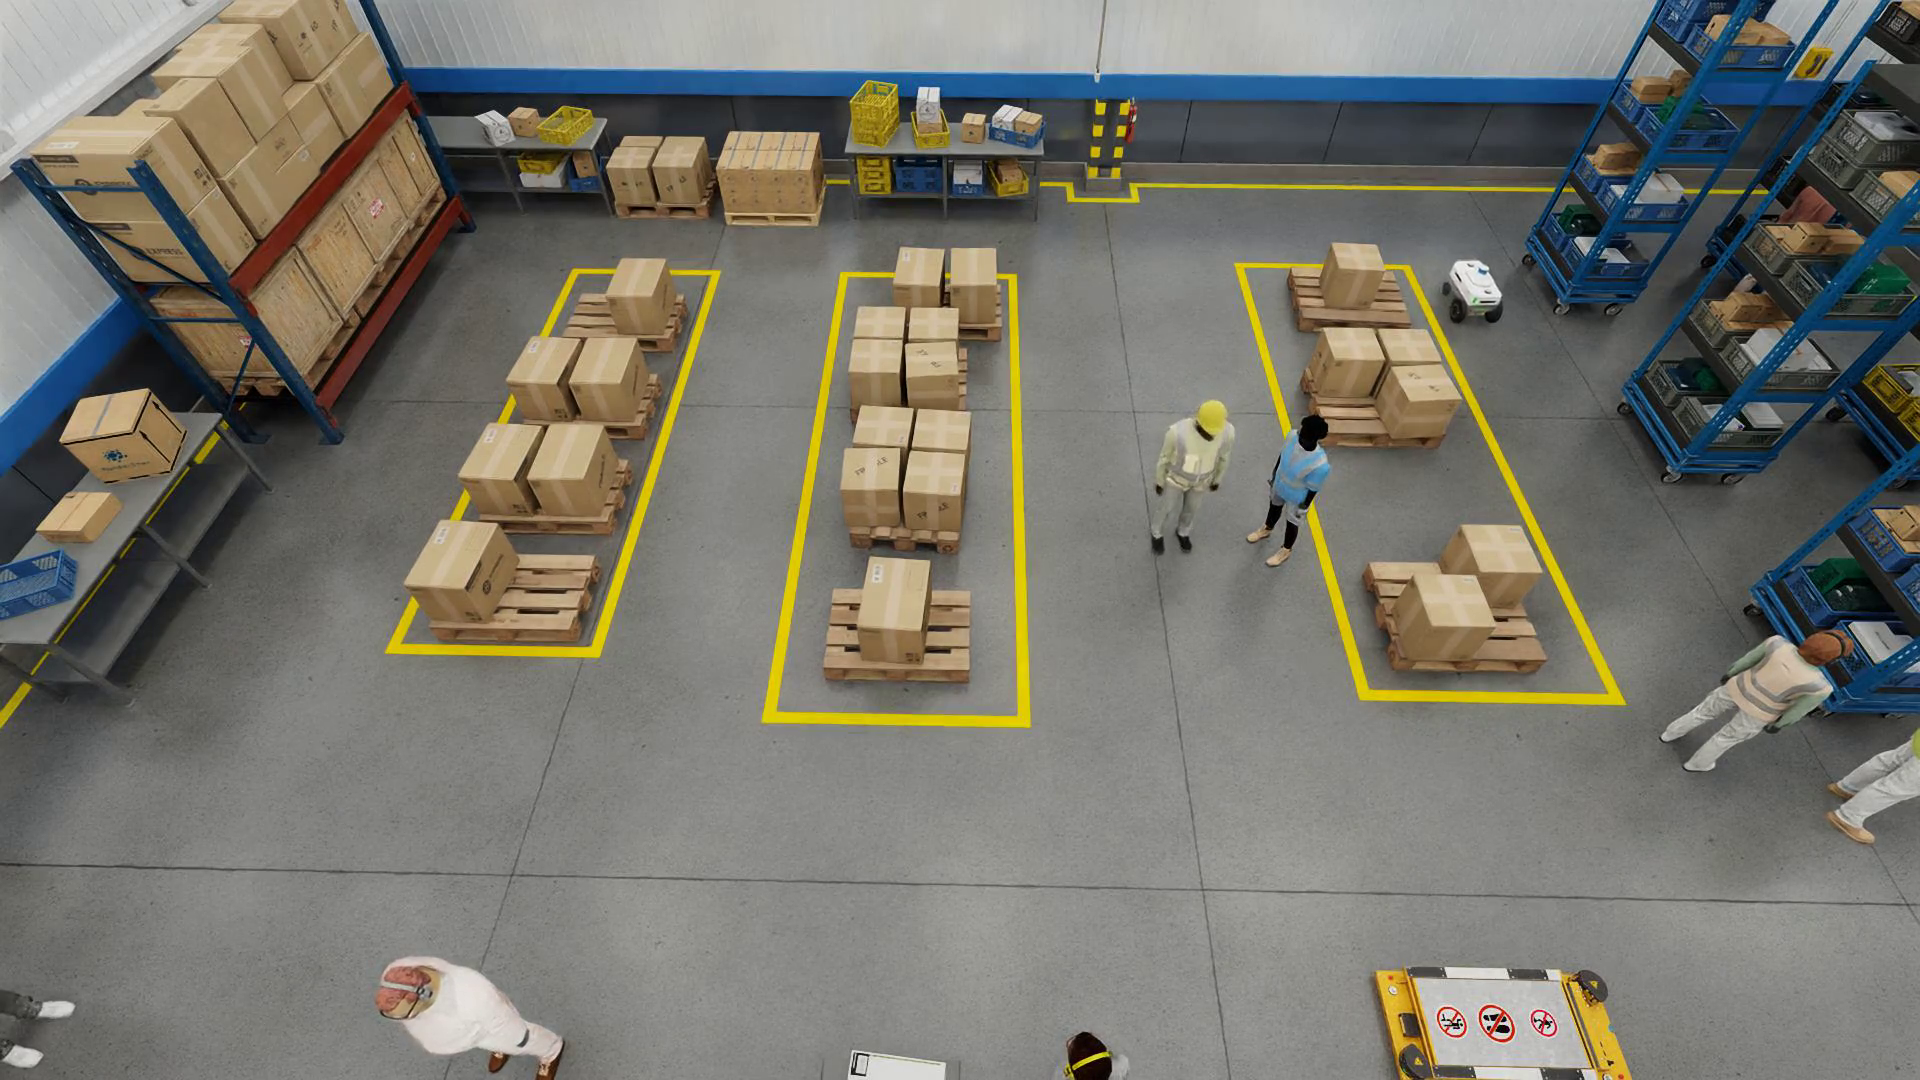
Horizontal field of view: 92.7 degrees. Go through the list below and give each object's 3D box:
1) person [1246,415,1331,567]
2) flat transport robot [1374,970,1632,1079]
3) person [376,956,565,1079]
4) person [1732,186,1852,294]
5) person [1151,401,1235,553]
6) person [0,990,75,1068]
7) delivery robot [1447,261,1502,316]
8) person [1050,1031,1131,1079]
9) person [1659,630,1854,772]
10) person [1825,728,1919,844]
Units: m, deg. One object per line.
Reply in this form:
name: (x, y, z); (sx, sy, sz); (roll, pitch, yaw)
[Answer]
person: (2.867, -0.438, 7.917); (0.322, 1.691, 0.534); (-18, 53, -14)
flat transport robot: (3.501, 3.133, 5.914); (1.431, 0.197, 0.652); (1, 51, 1)
person: (-2.765, 2.740, 5.195); (0.649, 1.899, 0.398); (12, 52, 10)
person: (9.079, -3.166, 9.957); (0.412, 1.981, 0.625); (-20, 54, -15)
person: (1.998, -0.537, 7.920); (0.613, 1.809, 0.440); (-5, 51, -4)
person: (-6.079, 2.661, 5.253); (0.405, 1.908, 0.599); (2, 51, 1)
delivery robot: (5.982, -2.955, 10.636); (0.477, 0.478, 0.707); (-1, 51, -1)
person: (0.612, 2.998, 5.000); (0.517, 1.873, 0.328); (-20, 53, -15)
person: (5.747, 1.165, 6.647); (0.315, 1.632, 0.520); (-12, 52, -10)
person: (6.740, 1.475, 6.260); (0.429, 1.844, 0.621); (31, 57, 23)
